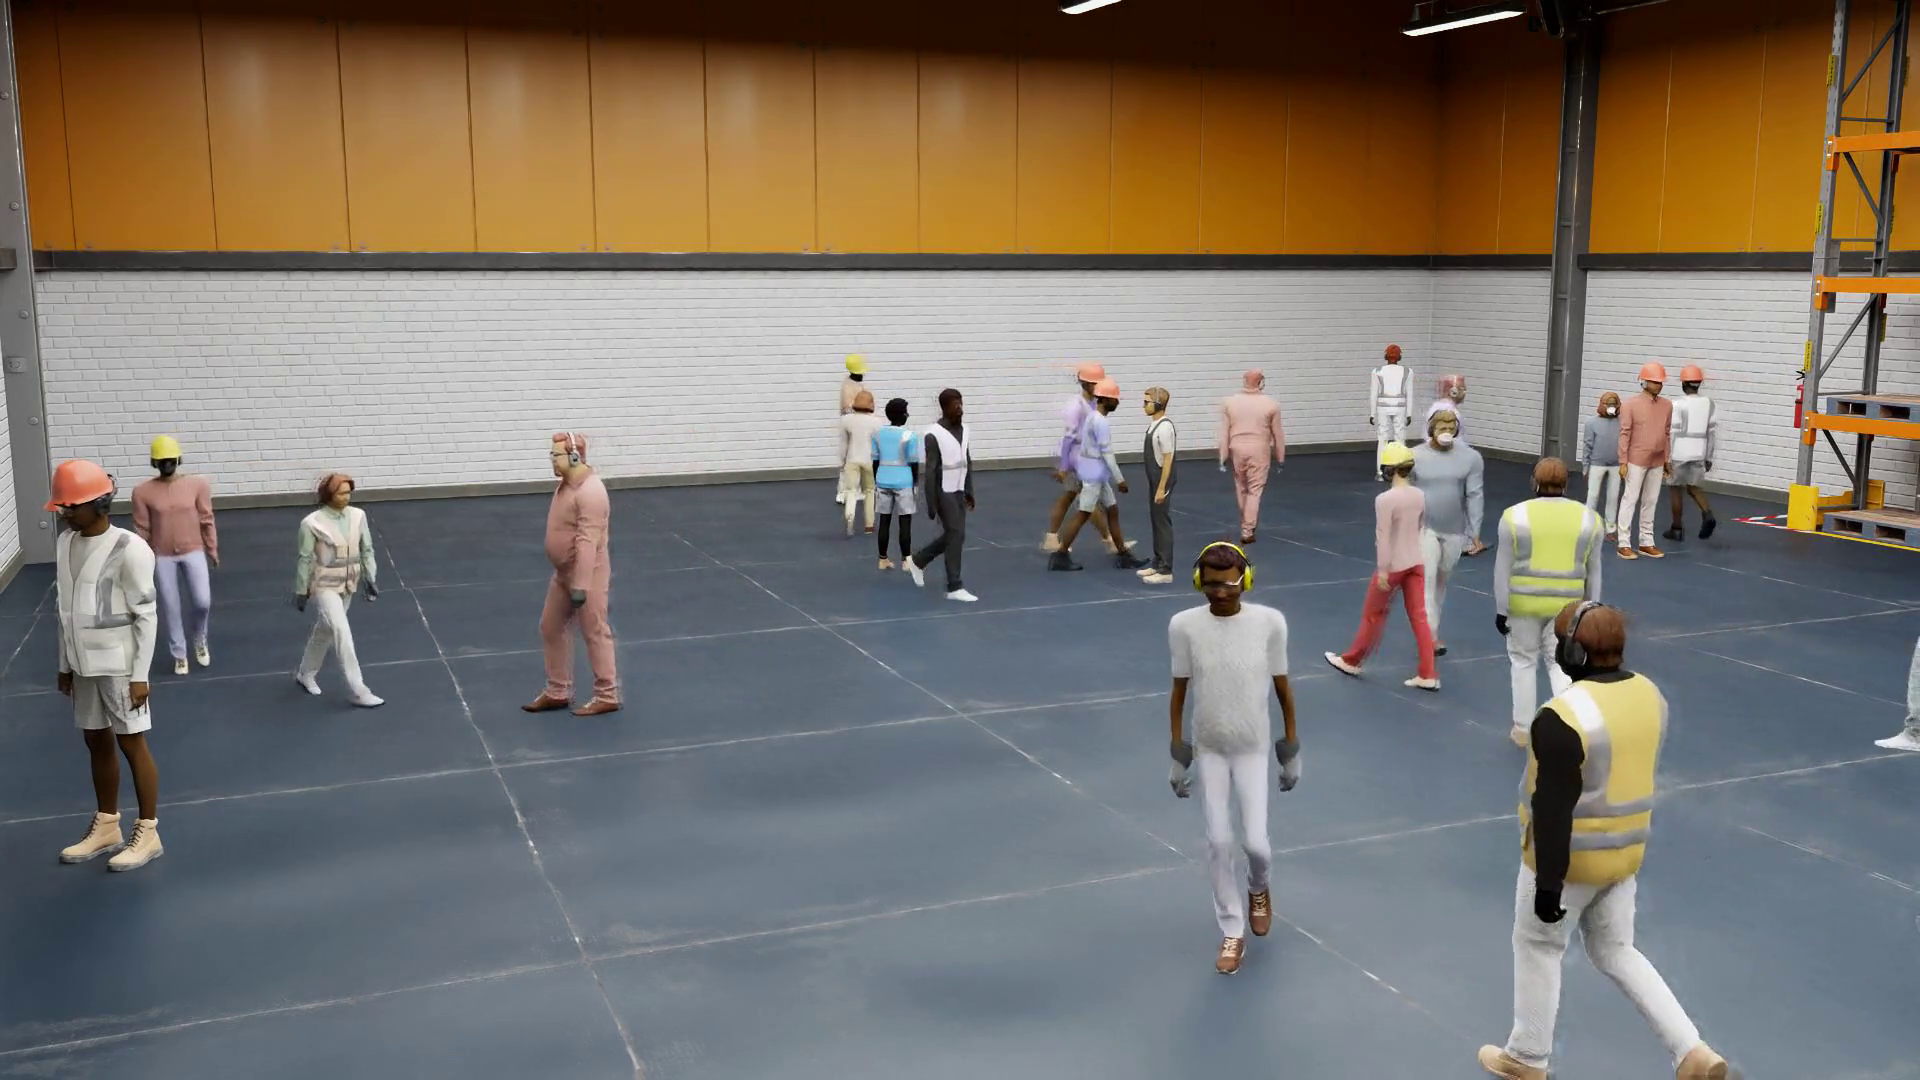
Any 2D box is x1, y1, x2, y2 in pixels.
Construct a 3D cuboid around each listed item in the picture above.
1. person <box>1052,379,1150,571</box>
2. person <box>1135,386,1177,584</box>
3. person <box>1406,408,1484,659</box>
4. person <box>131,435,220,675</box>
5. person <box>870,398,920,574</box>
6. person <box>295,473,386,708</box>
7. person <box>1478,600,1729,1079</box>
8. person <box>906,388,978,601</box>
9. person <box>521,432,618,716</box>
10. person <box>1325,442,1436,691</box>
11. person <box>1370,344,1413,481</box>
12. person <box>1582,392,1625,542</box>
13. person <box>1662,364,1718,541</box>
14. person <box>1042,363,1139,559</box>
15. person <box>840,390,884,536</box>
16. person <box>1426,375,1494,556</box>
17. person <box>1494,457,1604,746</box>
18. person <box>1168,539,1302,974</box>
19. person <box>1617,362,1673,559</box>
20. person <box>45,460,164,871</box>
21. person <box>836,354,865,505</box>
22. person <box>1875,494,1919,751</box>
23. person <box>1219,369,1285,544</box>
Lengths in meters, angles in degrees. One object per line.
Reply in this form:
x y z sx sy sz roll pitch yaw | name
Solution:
1.346 -0.620 16.103 0.970 1.881 0.542 0 9 2 | person
1.850 -0.512 15.538 0.346 1.845 0.505 0 9 -2 | person
3.623 -0.039 12.519 0.626 1.885 1.028 0 9 3 | person
-5.660 0.111 12.018 0.558 1.751 0.360 -4 10 -25 | person
-0.617 -0.525 16.052 0.537 1.698 0.321 5 11 29 | person
-4.272 0.321 11.291 0.918 1.583 0.503 5 10 25 | person
2.247 1.116 5.771 0.633 1.816 0.792 -6 11 -32 | person
-0.156 -0.417 14.817 0.727 1.895 0.600 5 11 29 | person
-2.597 0.240 10.865 0.711 1.885 0.664 -6 11 -31 | person
3.032 0.175 11.744 0.536 1.727 0.885 -6 11 -34 | person
5.925 -1.741 22.870 0.575 1.882 0.360 2 10 11 | person
6.916 -0.778 17.822 0.496 1.622 0.298 0 9 1 | person
7.802 -0.915 17.749 0.548 1.920 0.611 -2 10 -11 | person
1.309 -0.795 16.812 1.046 1.977 0.649 3 10 20 | person
-1.085 -0.835 18.208 0.508 1.610 0.663 1 9 7 | person
4.991 -0.719 16.729 0.946 1.862 0.670 1 9 4 | person
3.544 0.408 10.047 0.628 1.822 0.666 1 9 7 | person
1.157 0.890 7.033 0.560 1.843 0.520 3 10 16 | person
6.940 -0.800 16.827 0.622 1.991 0.389 -3 10 -17 | person
-4.213 0.613 8.154 0.605 2.034 0.394 4 10 24 | person
-1.325 -1.386 20.764 0.376 1.875 0.713 1 9 6 | person
6.039 0.460 10.042 0.705 1.722 0.492 5 11 28 | person
3.178 -0.918 17.989 0.675 1.851 1.006 5 10 26 | person
